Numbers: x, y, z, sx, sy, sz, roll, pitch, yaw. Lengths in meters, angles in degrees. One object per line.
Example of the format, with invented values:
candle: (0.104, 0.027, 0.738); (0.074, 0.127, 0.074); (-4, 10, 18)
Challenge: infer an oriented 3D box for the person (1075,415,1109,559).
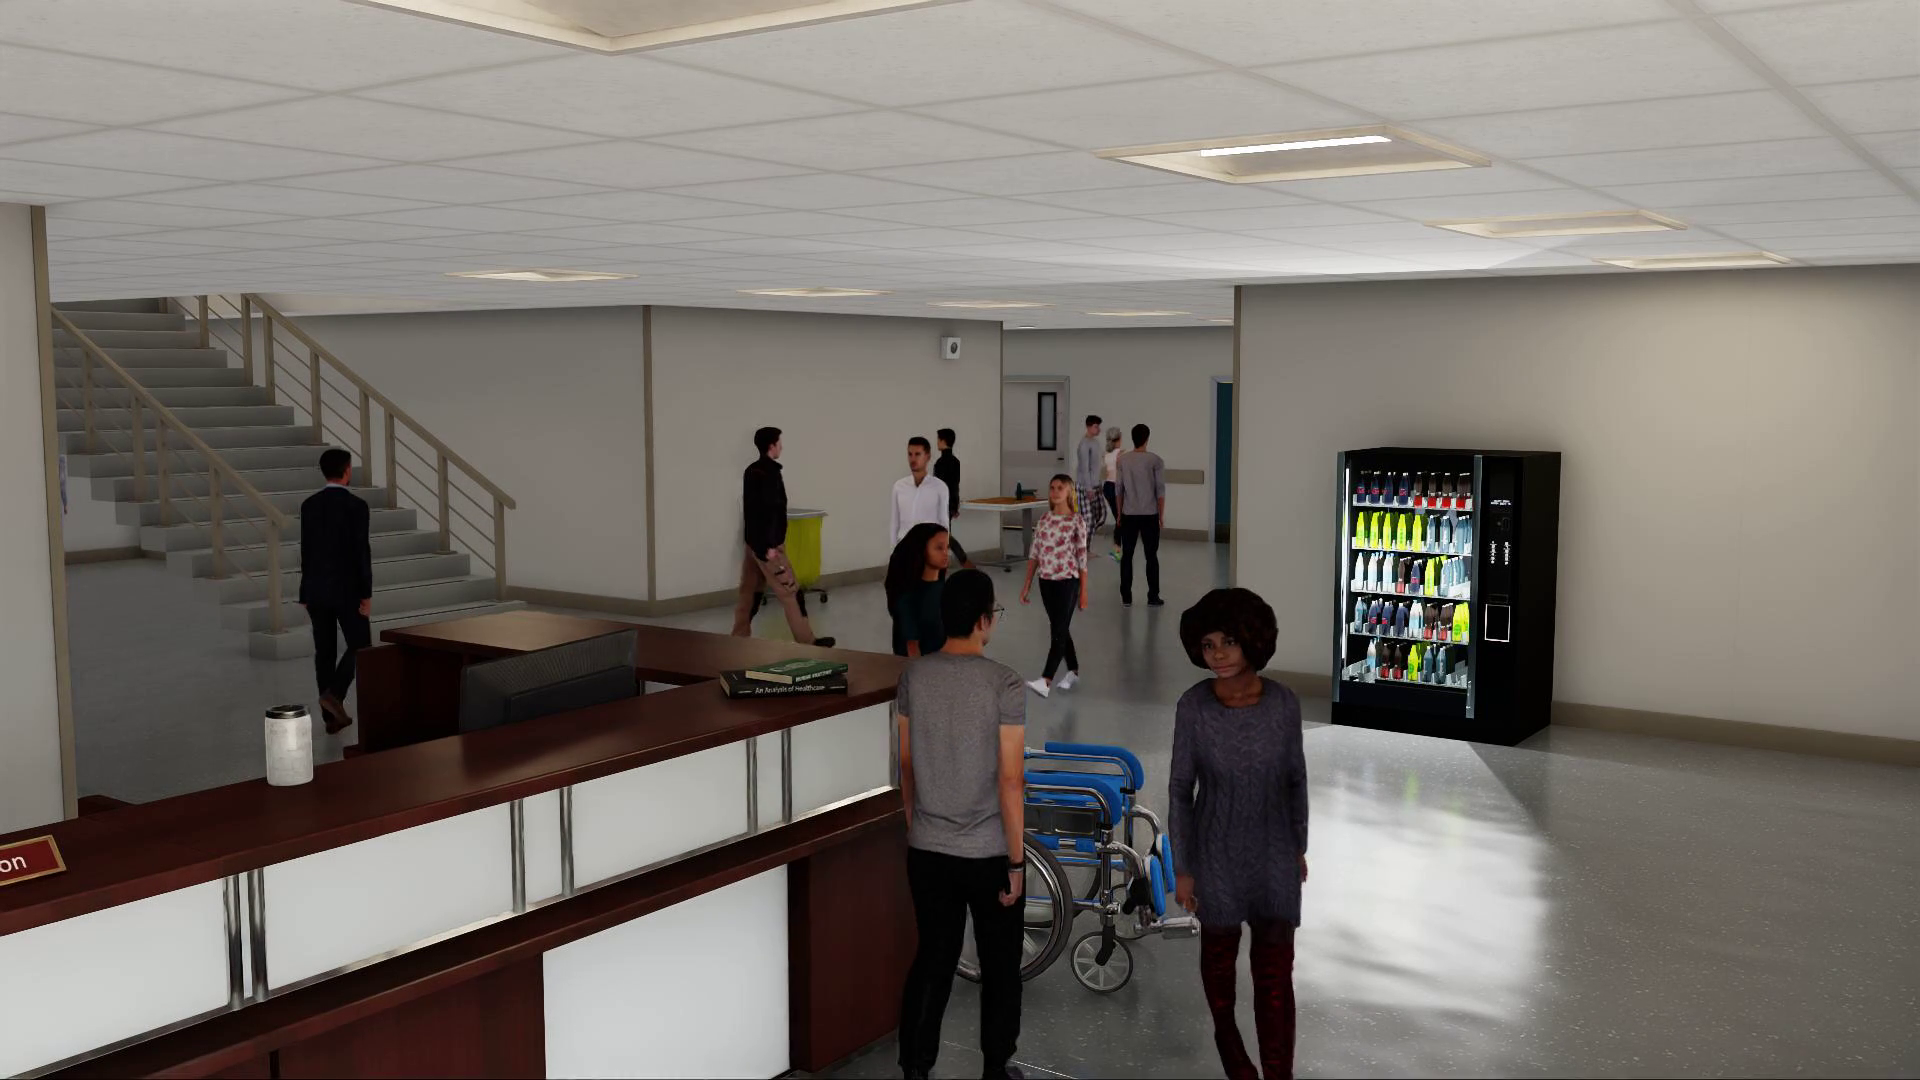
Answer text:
person: (1.562, -0.673, 21.039); (0.728, 1.821, 0.672); (2, 6, 20)

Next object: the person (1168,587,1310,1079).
person: (0.851, 1.000, 5.197); (1.128, 1.664, 1.080); (0, 6, -2)

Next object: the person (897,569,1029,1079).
person: (-0.019, 0.970, 5.113); (0.841, 1.740, 0.793); (2, 6, 23)

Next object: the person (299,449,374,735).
person: (-4.072, 0.355, 10.714); (0.927, 1.842, 0.935); (1, 6, 6)

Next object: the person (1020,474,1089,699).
person: (0.764, 0.347, 12.080); (1.019, 1.586, 0.663); (5, 7, 38)

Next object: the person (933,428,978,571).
person: (-0.130, -0.399, 18.874); (1.122, 1.710, 0.862); (2, 6, 18)

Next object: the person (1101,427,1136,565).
person: (1.836, -0.474, 20.188); (0.793, 1.596, 0.748); (-3, 7, -29)

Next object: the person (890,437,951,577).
person: (-0.305, 0.126, 12.862); (0.655, 1.870, 0.761); (2, 6, 18)

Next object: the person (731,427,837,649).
person: (-1.647, 0.068, 13.329); (1.047, 1.892, 1.156); (-4, 7, -34)

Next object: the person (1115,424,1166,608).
person: (1.816, -0.256, 16.789); (0.574, 1.842, 0.770); (2, 6, 19)
